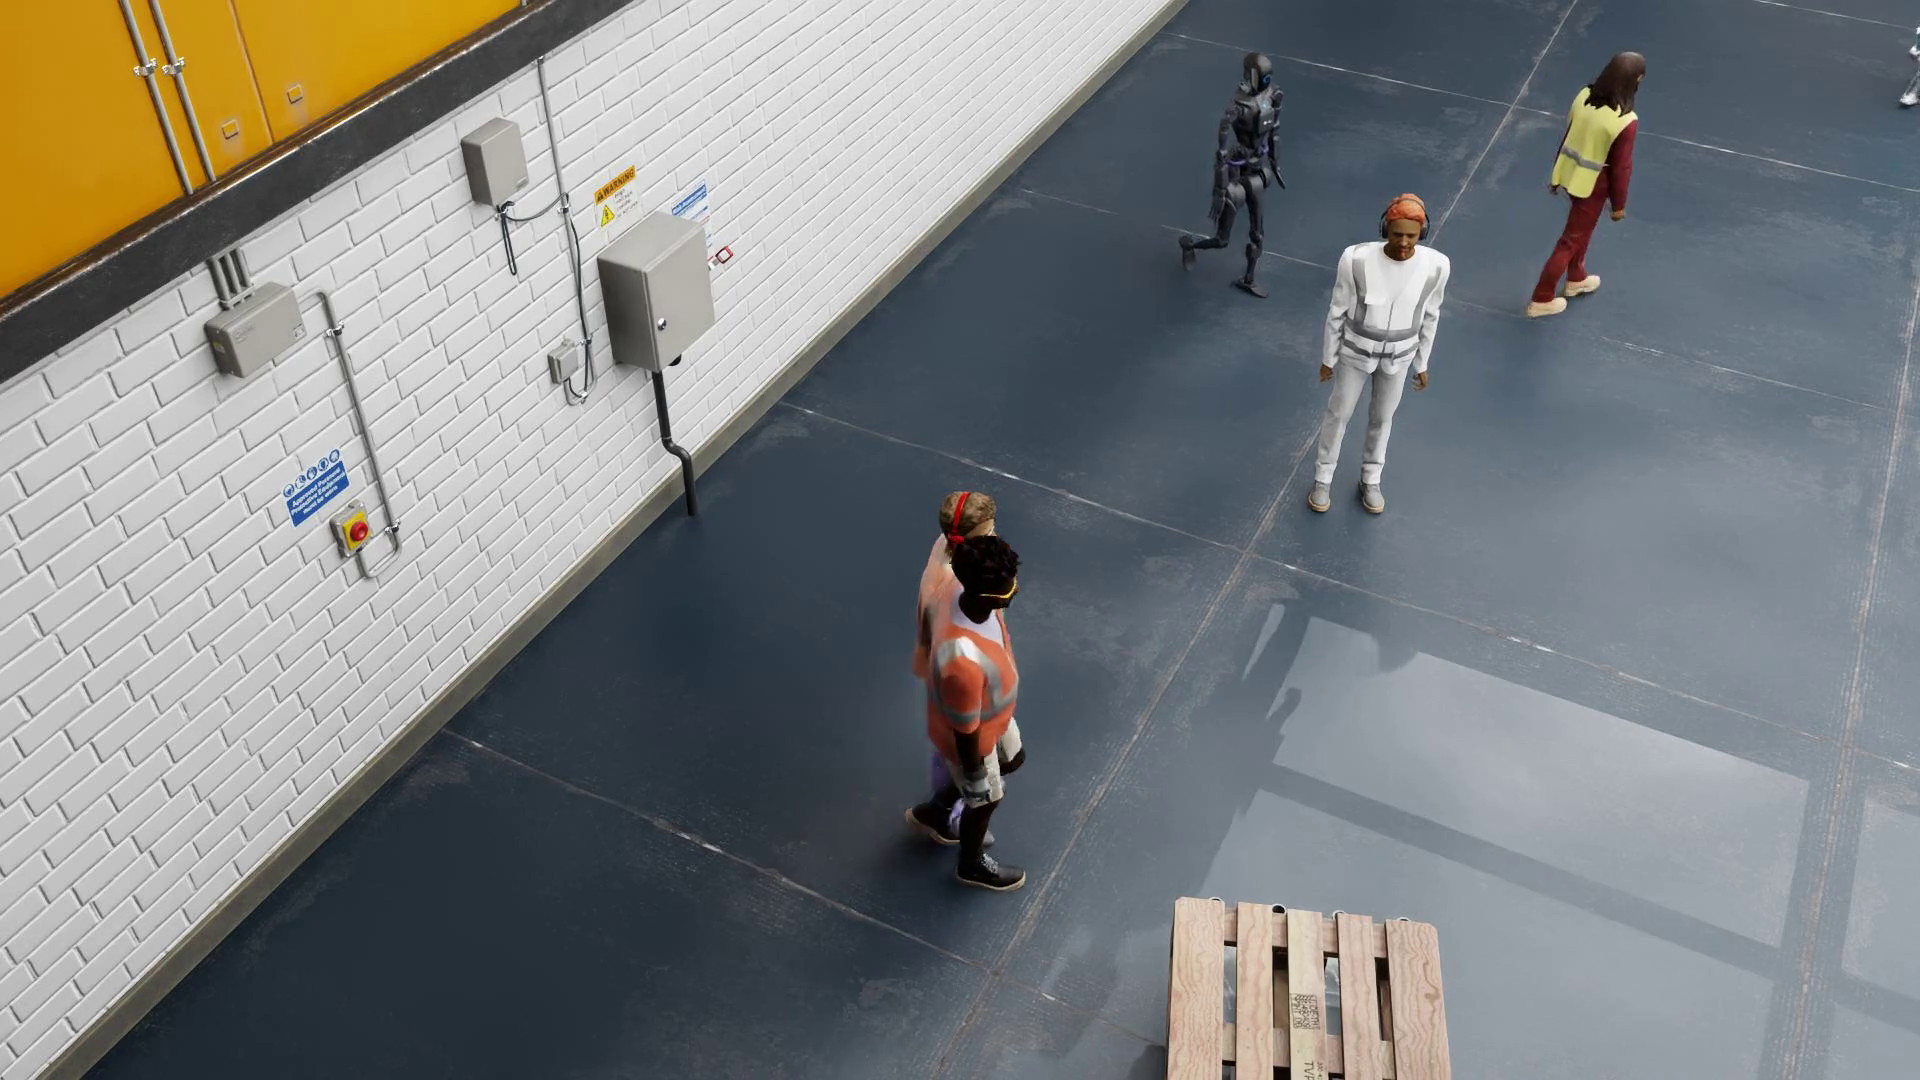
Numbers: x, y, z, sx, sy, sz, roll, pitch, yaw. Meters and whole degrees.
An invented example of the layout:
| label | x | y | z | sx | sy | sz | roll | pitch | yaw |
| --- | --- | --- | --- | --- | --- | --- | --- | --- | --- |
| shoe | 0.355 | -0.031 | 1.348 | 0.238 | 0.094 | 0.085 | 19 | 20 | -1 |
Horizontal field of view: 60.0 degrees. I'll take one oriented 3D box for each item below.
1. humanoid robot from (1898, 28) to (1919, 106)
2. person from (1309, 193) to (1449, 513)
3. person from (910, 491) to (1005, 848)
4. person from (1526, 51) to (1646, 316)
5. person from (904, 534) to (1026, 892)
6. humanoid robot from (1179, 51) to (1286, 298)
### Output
| label | x | y | z | sx | sy | sz | roll | pitch | yaw |
| --- | --- | --- | --- | --- | --- | --- | --- | --- | --- |
| humanoid robot | 7.463 | -4.106 | 12.505 | 0.977 | 1.764 | 0.541 | -28 | 48 | -28 |
| person | 2.176 | -0.952 | 8.706 | 0.572 | 1.883 | 0.354 | 3 | 41 | 3 |
| person | -0.002 | 0.529 | 7.017 | 0.390 | 1.846 | 0.565 | 7 | 41 | 8 |
| person | 3.960 | -2.180 | 10.231 | 0.731 | 1.745 | 0.501 | -13 | 42 | -14 |
| person | 0.060 | 0.725 | 6.711 | 0.467 | 1.946 | 0.619 | 3 | 41 | 4 |
| humanoid robot | 1.753 | -2.331 | 10.470 | 0.612 | 1.643 | 0.588 | -29 | 48 | -29 |
